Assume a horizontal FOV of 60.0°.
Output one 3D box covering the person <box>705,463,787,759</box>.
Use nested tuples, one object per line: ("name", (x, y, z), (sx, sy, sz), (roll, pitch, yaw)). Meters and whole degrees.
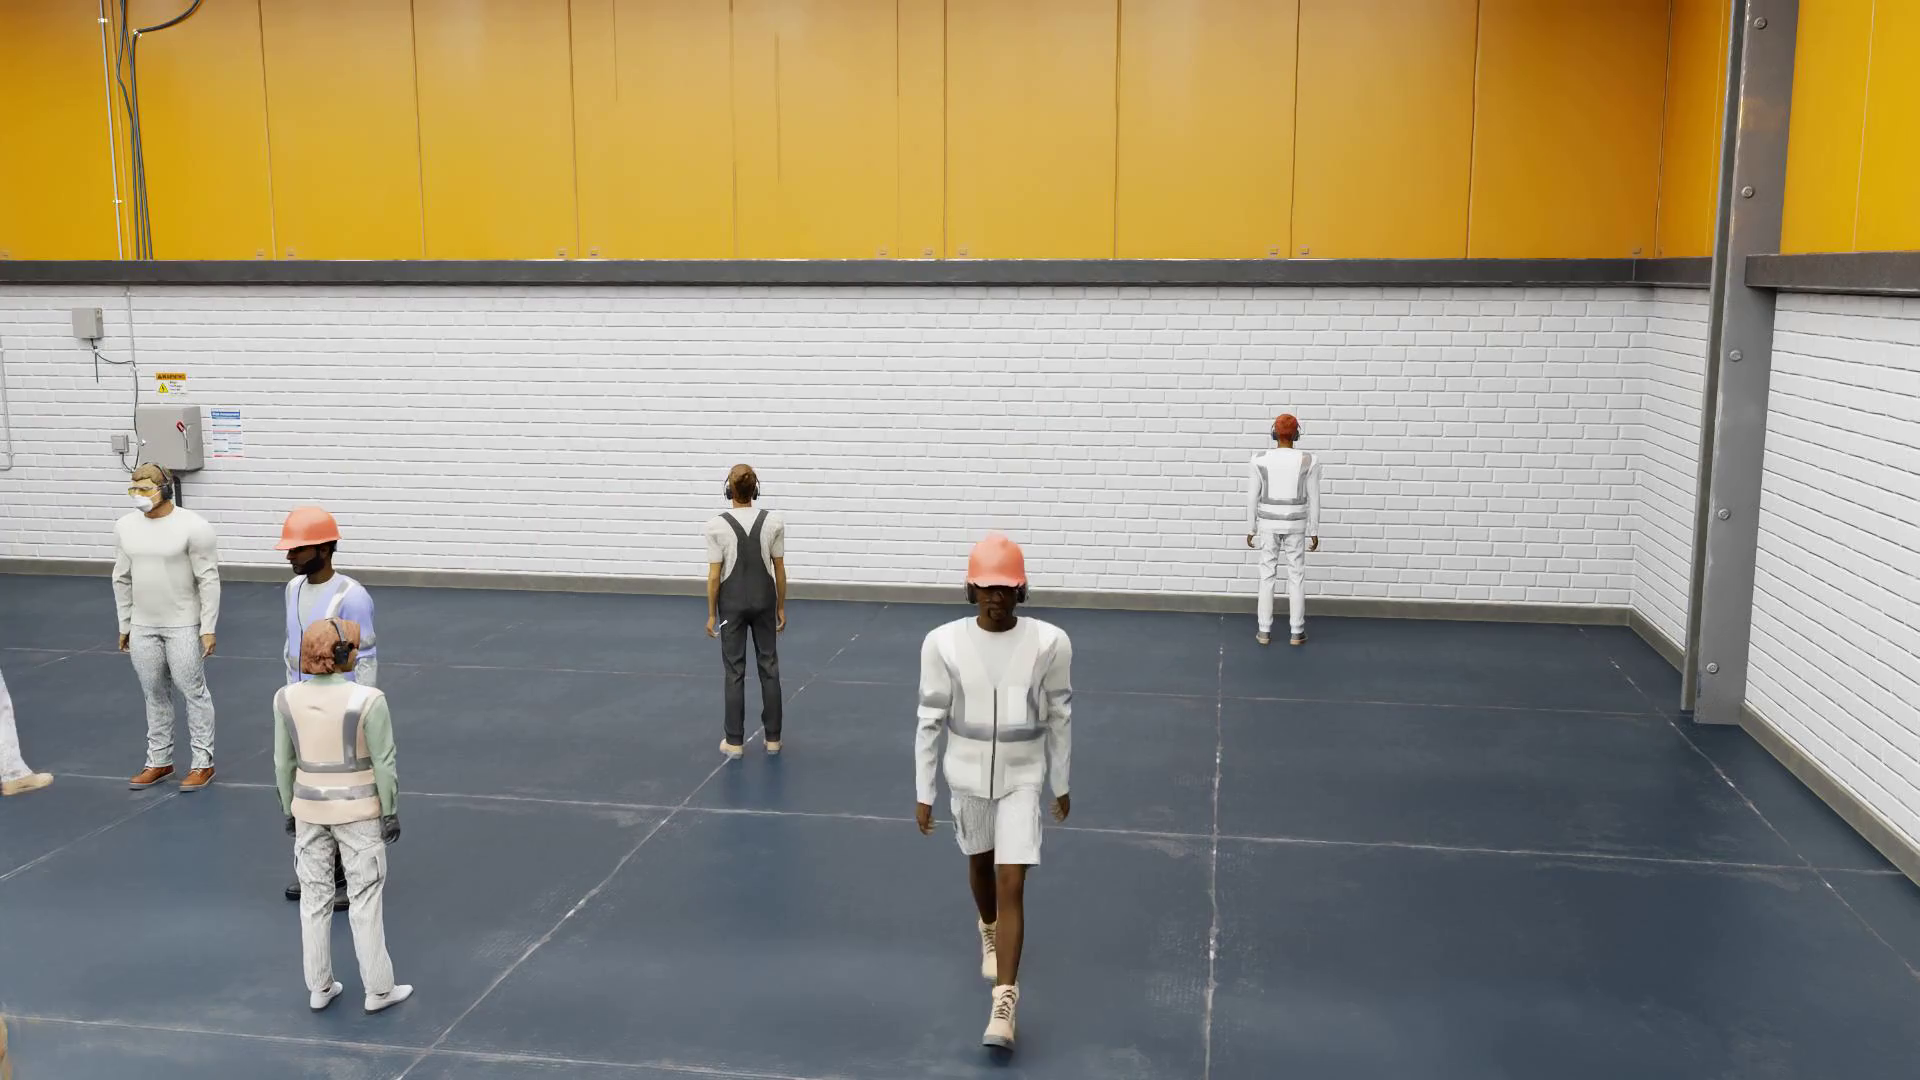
("person", (-1.331, 0.442, 10.370), (0.507, 1.847, 0.344), (-3, 10, -18))

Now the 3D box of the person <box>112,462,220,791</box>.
("person", (-4.622, 0.504, 9.699), (0.635, 1.937, 0.353), (1, 9, 9))

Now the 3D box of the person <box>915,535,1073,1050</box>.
("person", (0.137, 0.962, 6.729), (0.628, 1.987, 1.078), (1, 9, 4))

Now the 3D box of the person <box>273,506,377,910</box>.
("person", (-3.024, 0.796, 7.907), (0.552, 1.935, 0.370), (5, 11, 30))

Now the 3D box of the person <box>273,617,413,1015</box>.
("person", (-2.532, 1.128, 6.784), (0.515, 1.636, 0.314), (2, 9, 10))

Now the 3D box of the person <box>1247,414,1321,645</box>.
("person", (2.624, -0.086, 13.512), (0.587, 1.880, 0.341), (2, 9, 13))

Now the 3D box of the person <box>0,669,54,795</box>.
("person", (-5.745, 0.625, 9.391), (0.636, 1.810, 0.913), (7, 11, 36))
